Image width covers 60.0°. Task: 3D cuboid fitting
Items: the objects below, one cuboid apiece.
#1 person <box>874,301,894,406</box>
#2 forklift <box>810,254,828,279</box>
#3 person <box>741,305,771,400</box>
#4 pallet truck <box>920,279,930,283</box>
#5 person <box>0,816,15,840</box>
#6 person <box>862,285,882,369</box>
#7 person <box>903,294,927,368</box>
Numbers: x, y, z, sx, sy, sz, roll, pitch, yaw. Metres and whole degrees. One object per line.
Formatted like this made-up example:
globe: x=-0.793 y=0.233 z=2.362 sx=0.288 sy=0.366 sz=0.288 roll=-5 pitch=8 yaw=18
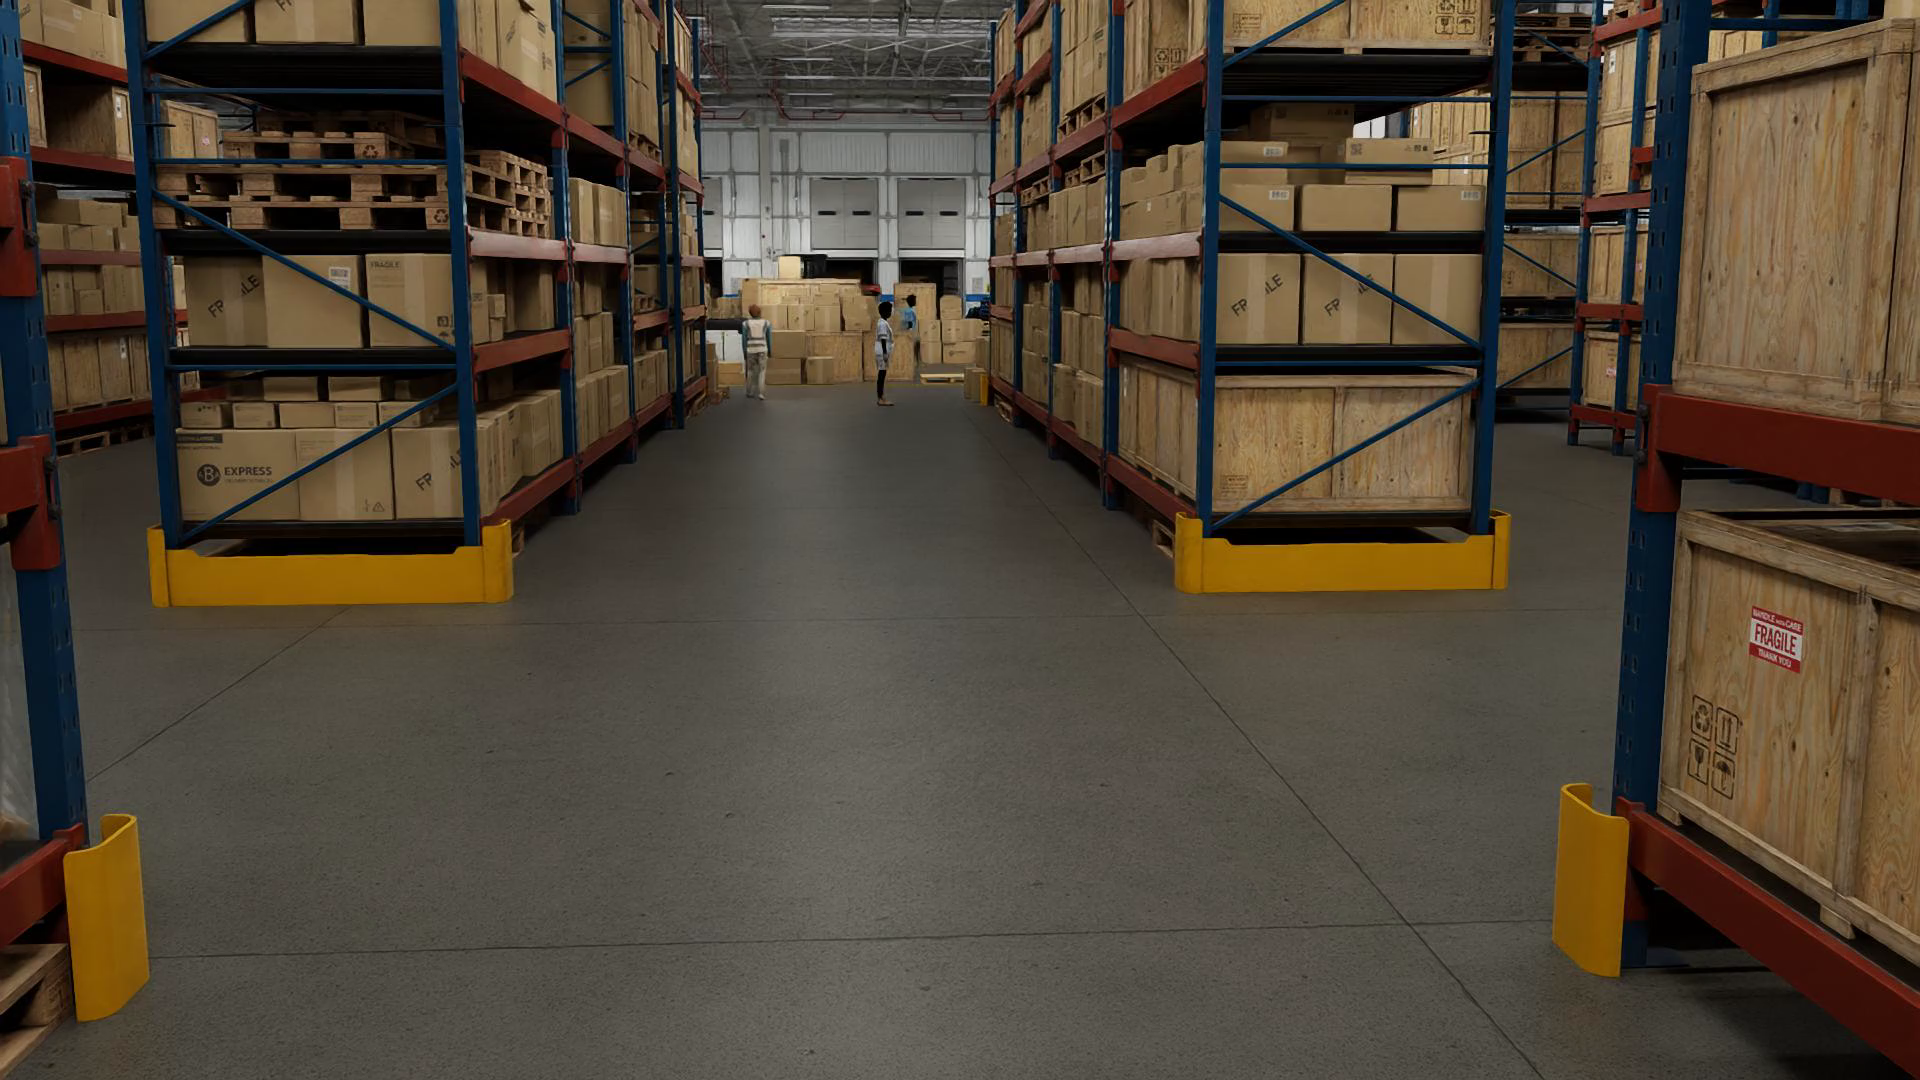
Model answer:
person: x=-1.233 y=-3.023 z=27.026 sx=0.320 sy=1.693 sz=0.531 roll=-1 pitch=9 yaw=-3
forklift: x=-4.762 y=-8.277 z=56.301 sx=1.873 sy=2.768 sz=1.129 roll=-3 pitch=10 yaw=-21
person: x=-3.490 y=-3.216 z=28.508 sx=0.526 sy=1.605 sz=0.793 roll=-2 pitch=9 yaw=-12
pallet truck: x=-0.932 y=-8.922 z=63.114 sx=1.885 sy=1.965 sz=0.823 roll=2 pitch=9 yaw=13
person: x=-3.652 y=0.358 z=5.444 sx=0.815 sy=1.811 sz=0.627 roll=0 pitch=9 yaw=0
person: x=-1.888 y=-4.785 z=37.467 sx=0.907 sy=1.886 sz=0.552 roll=-1 pitch=9 yaw=-8
person: x=-1.039 y=-4.760 z=37.985 sx=0.674 sy=1.673 sz=0.545 roll=-3 pitch=9 yaw=-16
